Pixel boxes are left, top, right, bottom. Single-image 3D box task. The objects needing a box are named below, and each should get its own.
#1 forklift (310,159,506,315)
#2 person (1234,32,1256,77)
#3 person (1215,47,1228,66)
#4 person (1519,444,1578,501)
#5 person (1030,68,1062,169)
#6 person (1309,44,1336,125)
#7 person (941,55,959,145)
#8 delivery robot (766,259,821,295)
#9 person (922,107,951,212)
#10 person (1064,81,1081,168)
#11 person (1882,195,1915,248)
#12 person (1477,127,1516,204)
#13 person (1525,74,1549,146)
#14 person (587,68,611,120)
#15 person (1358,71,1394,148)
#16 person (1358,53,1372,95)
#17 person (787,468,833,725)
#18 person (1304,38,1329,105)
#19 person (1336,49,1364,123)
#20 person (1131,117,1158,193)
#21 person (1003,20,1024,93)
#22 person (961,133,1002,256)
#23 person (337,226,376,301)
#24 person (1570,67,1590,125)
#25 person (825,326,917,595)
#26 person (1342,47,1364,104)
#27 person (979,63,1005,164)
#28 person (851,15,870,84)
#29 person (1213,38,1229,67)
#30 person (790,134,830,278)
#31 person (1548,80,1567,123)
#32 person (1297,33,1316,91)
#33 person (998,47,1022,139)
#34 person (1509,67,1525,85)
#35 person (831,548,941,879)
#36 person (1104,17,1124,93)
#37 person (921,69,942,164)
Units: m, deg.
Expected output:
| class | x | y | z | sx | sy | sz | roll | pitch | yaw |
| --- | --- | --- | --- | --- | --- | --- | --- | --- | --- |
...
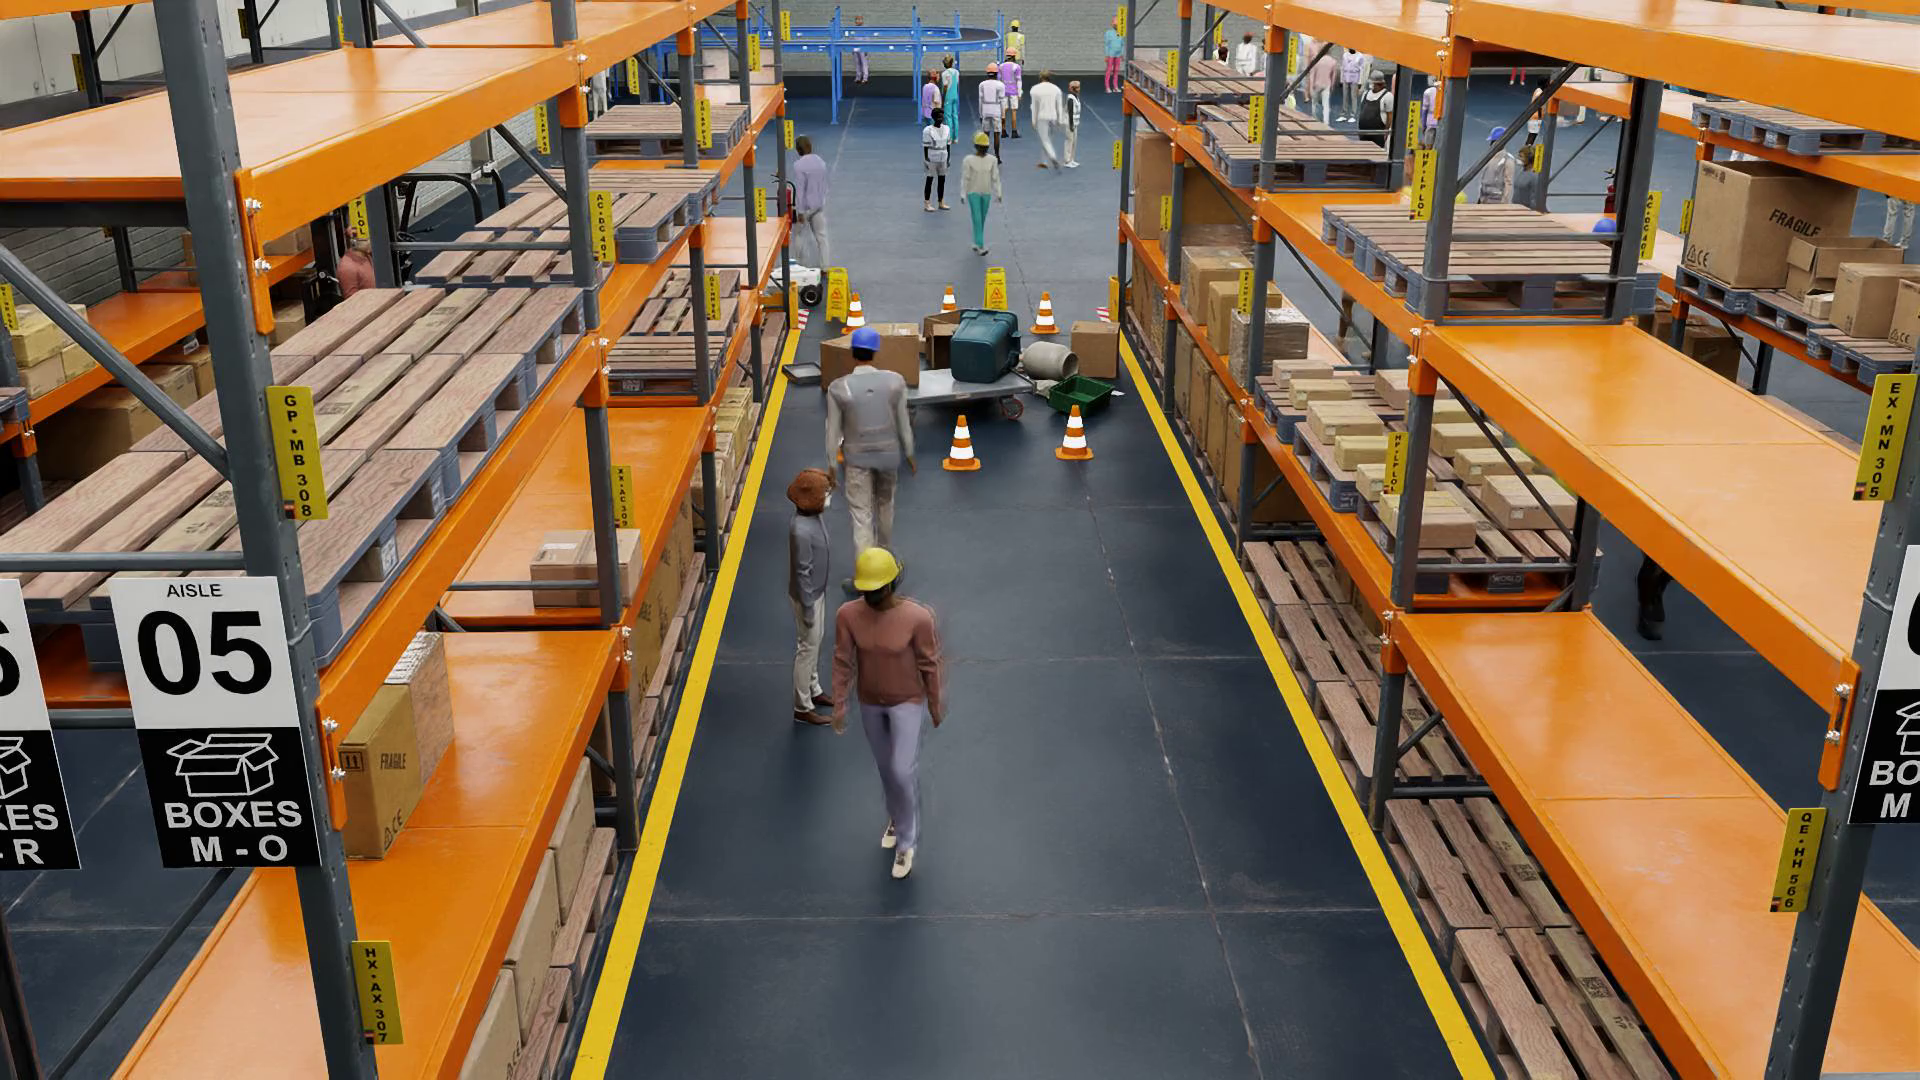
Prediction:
| class | x | y | z | sx | sy | sz | roll | pitch | yaw |
| --- | --- | --- | --- | --- | --- | --- | --- | --- | --- |
| forklift | -5.622 | -2.910 | 17.832 | 2.313 | 2.155 | 1.214 | -1 | 21 | -1 |
| person | 7.155 | -11.939 | 42.208 | 0.747 | 1.827 | 0.626 | -19 | 28 | -41 |
| person | 5.709 | -9.923 | 36.774 | 0.407 | 1.907 | 0.597 | -5 | 21 | -12 |
| person | 4.165 | -0.348 | 11.798 | 0.538 | 1.665 | 0.824 | 0 | 21 | 0 |
| person | 1.694 | -7.988 | 31.683 | 0.637 | 1.900 | 0.855 | -10 | 23 | -25 |
| person | 8.200 | -10.259 | 37.690 | 0.645 | 1.894 | 1.023 | -2 | 21 | -5 |
| person | -0.230 | -9.349 | 35.336 | 0.344 | 1.847 | 0.504 | 16 | 26 | 35 |
| delivery robot | -2.118 | -3.304 | 21.023 | 0.707 | 0.478 | 0.477 | -1 | 21 | -3 |
| person | -0.384 | -6.278 | 27.440 | 0.533 | 1.691 | 0.321 | -14 | 25 | -33 |
| person | 2.178 | -8.058 | 32.230 | 0.314 | 1.632 | 0.523 | 6 | 21 | 15 |
| person | 13.829 | -5.154 | 24.405 | 0.486 | 1.738 | 0.320 | 1 | 21 | 2 |
| person | 7.334 | -4.690 | 22.878 | 0.385 | 1.948 | 0.603 | -8 | 22 | -19 |
| person | 11.392 | -8.327 | 32.857 | 0.322 | 1.691 | 0.535 | 4 | 21 | 10 |
| person | -7.966 | -9.887 | 36.722 | 0.519 | 1.873 | 0.328 | -2 | 21 | -6 |
| person | 7.421 | -7.400 | 29.912 | 0.536 | 2.000 | 0.681 | -16 | 26 | -36 |
| person | 10.958 | -12.949 | 45.037 | 0.379 | 1.714 | 0.646 | 16 | 26 | 35 |
| person | -0.893 | 0.334 | 10.054 | 0.287 | 1.626 | 0.508 | 1 | 21 | 3 |
| person | 9.135 | -12.117 | 42.662 | 0.672 | 1.846 | 0.999 | -2 | 21 | -4 |
| person | 9.171 | -10.787 | 39.024 | 0.384 | 1.928 | 0.588 | -19 | 28 | -40 |
| person | 3.307 | -6.968 | 29.218 | 0.491 | 1.719 | 0.669 | 16 | 26 | 36 |
| person | 1.476 | -13.149 | 45.267 | 0.589 | 1.927 | 0.386 | 8 | 22 | 19 |
| person | 0.333 | -4.953 | 23.885 | 0.549 | 1.724 | 0.900 | -8 | 22 | -21 |
| person | -5.713 | -2.102 | 16.097 | 0.407 | 1.906 | 0.655 | -1 | 21 | -2 |
| person | 14.460 | -10.486 | 38.650 | 0.288 | 1.626 | 0.508 | 12 | 24 | 29 |
| person | -0.650 | -0.618 | 12.193 | 0.696 | 1.877 | 0.953 | -6 | 22 | -16 |
| person | 10.070 | -12.170 | 42.662 | 0.542 | 1.939 | 0.363 | 1 | 21 | 3 |
| person | 0.636 | -8.342 | 32.558 | 0.543 | 1.930 | 0.387 | 8 | 22 | 19 |
| person | -2.876 | -14.086 | 47.772 | 0.399 | 1.909 | 0.642 | -18 | 27 | -40 |
| person | 6.284 | -11.223 | 40.314 | 0.566 | 1.833 | 0.395 | -19 | 28 | -41 |
| person | -2.103 | -4.496 | 22.421 | 0.827 | 1.902 | 0.665 | 13 | 25 | 32 |
| person | 14.030 | -10.713 | 38.897 | 0.591 | 1.871 | 0.610 | 1 | 21 | 3 |
| person | 9.603 | -13.362 | 45.873 | 0.604 | 1.905 | 0.410 | -4 | 21 | -12 |
| person | 1.104 | -9.759 | 36.293 | 0.551 | 1.935 | 0.375 | 11 | 23 | 26 |
| person | 16.037 | -13.921 | 47.545 | 0.529 | 1.759 | 0.337 | 10 | 23 | 24 |
| person | -0.396 | 0.863 | 8.484 | 0.533 | 1.738 | 0.709 | 7 | 22 | 18 |
| person | 4.226 | -13.260 | 45.470 | 0.612 | 1.991 | 0.392 | -12 | 24 | -28 |
| person | -0.543 | -8.183 | 32.252 | 0.375 | 1.843 | 0.574 | -11 | 23 | -27 |
